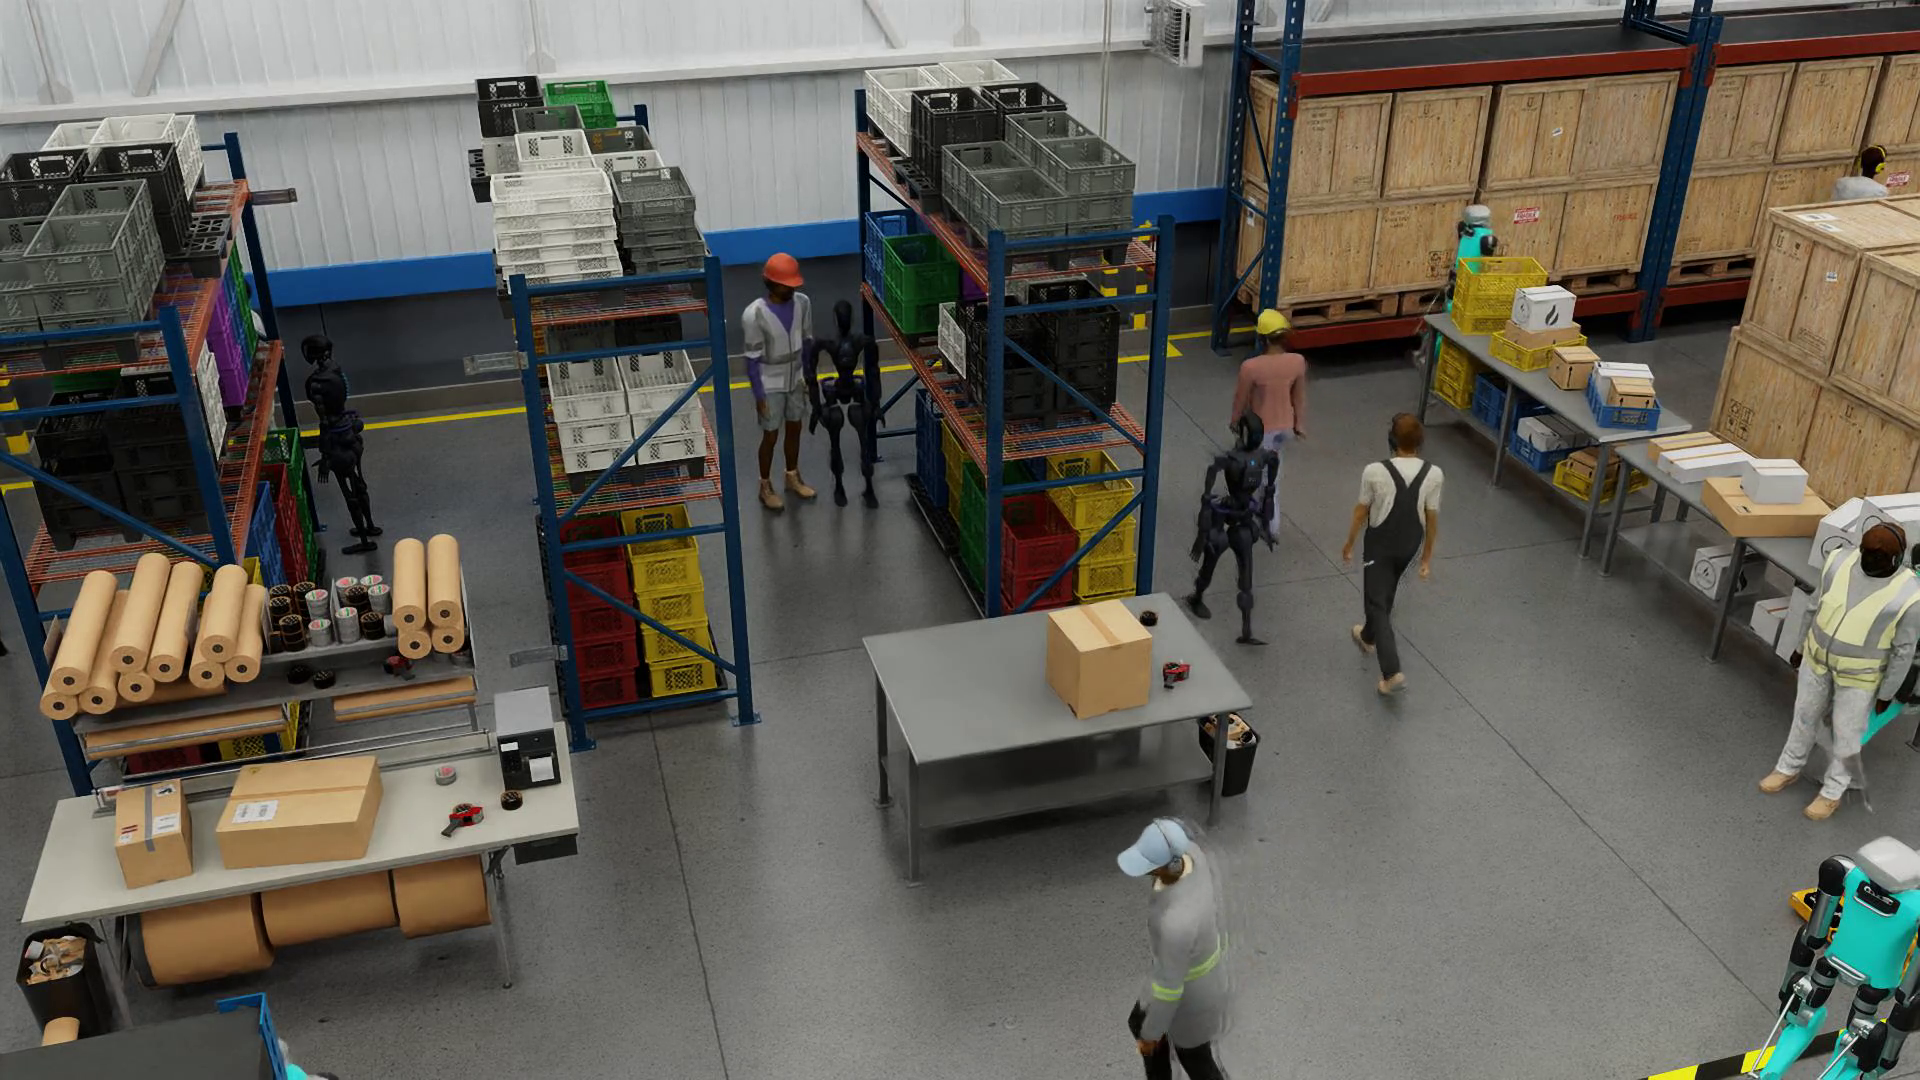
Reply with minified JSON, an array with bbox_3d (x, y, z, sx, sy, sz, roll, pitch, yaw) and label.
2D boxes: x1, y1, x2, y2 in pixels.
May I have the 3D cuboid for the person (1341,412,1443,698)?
[{"bbox_3d":[2.723,0.079,10.424,0.522,1.813,0.899,-3,29,-6],"label":"person"}]

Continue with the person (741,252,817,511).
[{"bbox_3d":[-1.320,-1.189,12.497,0.617,2.032,0.420,-24,37,-36],"label":"person"}]

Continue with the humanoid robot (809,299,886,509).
[{"bbox_3d":[-0.859,-1.020,12.547,0.583,1.650,0.343,-7,29,-12],"label":"humanoid robot"}]

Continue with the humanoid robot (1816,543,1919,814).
[{"bbox_3d":[5.078,0.744,9.283,0.679,1.803,0.549,1,29,2],"label":"humanoid robot"}]

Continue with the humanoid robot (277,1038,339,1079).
[{"bbox_3d":[-2.440,2.643,5.873,0.536,1.775,1.019,1,29,1],"label":"humanoid robot"}]

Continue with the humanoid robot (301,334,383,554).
[{"bbox_3d":[-4.467,-0.699,11.955,0.315,1.657,0.599,-2,29,-3],"label":"humanoid robot"}]

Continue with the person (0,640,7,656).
[{"bbox_3d":[-6.598,-0.047,10.539,0.418,1.925,0.555,17,33,27],"label":"person"}]

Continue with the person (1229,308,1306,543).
[{"bbox_3d":[2.216,-0.872,12.212,0.520,1.736,0.720,-11,31,-19],"label":"person"}]

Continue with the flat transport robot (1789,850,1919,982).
[{"bbox_3d":[5.163,1.916,8.676,1.431,0.231,0.659,-8,30,-14],"label":"flat transport robot"}]

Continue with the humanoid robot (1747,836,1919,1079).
[{"bbox_3d":[3.503,2.020,6.822,0.735,1.677,0.533,-17,33,-28],"label":"humanoid robot"}]

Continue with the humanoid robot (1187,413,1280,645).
[{"bbox_3d":[1.796,-0.099,10.927,0.589,1.613,0.800,-11,31,-20],"label":"humanoid robot"}]

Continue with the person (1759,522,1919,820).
[{"bbox_3d":[4.923,0.712,9.248,0.429,1.834,0.632,-16,32,-26],"label":"person"}]

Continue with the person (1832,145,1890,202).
[{"bbox_3d":[8.293,-2.750,15.503,0.309,1.868,0.530,-22,36,-34],"label":"person"}]

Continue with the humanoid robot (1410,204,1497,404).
[{"bbox_3d":[4.104,-1.935,14.212,0.696,1.839,0.531,-6,29,-10],"label":"humanoid robot"}]

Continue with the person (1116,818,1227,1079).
[{"bbox_3d":[0.933,1.901,7.098,0.700,1.811,0.607,2,29,4],"label":"person"}]

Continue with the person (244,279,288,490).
[{"bbox_3d":[-5.294,-1.097,12.495,0.328,1.872,0.507,-15,32,-25],"label":"person"}]
